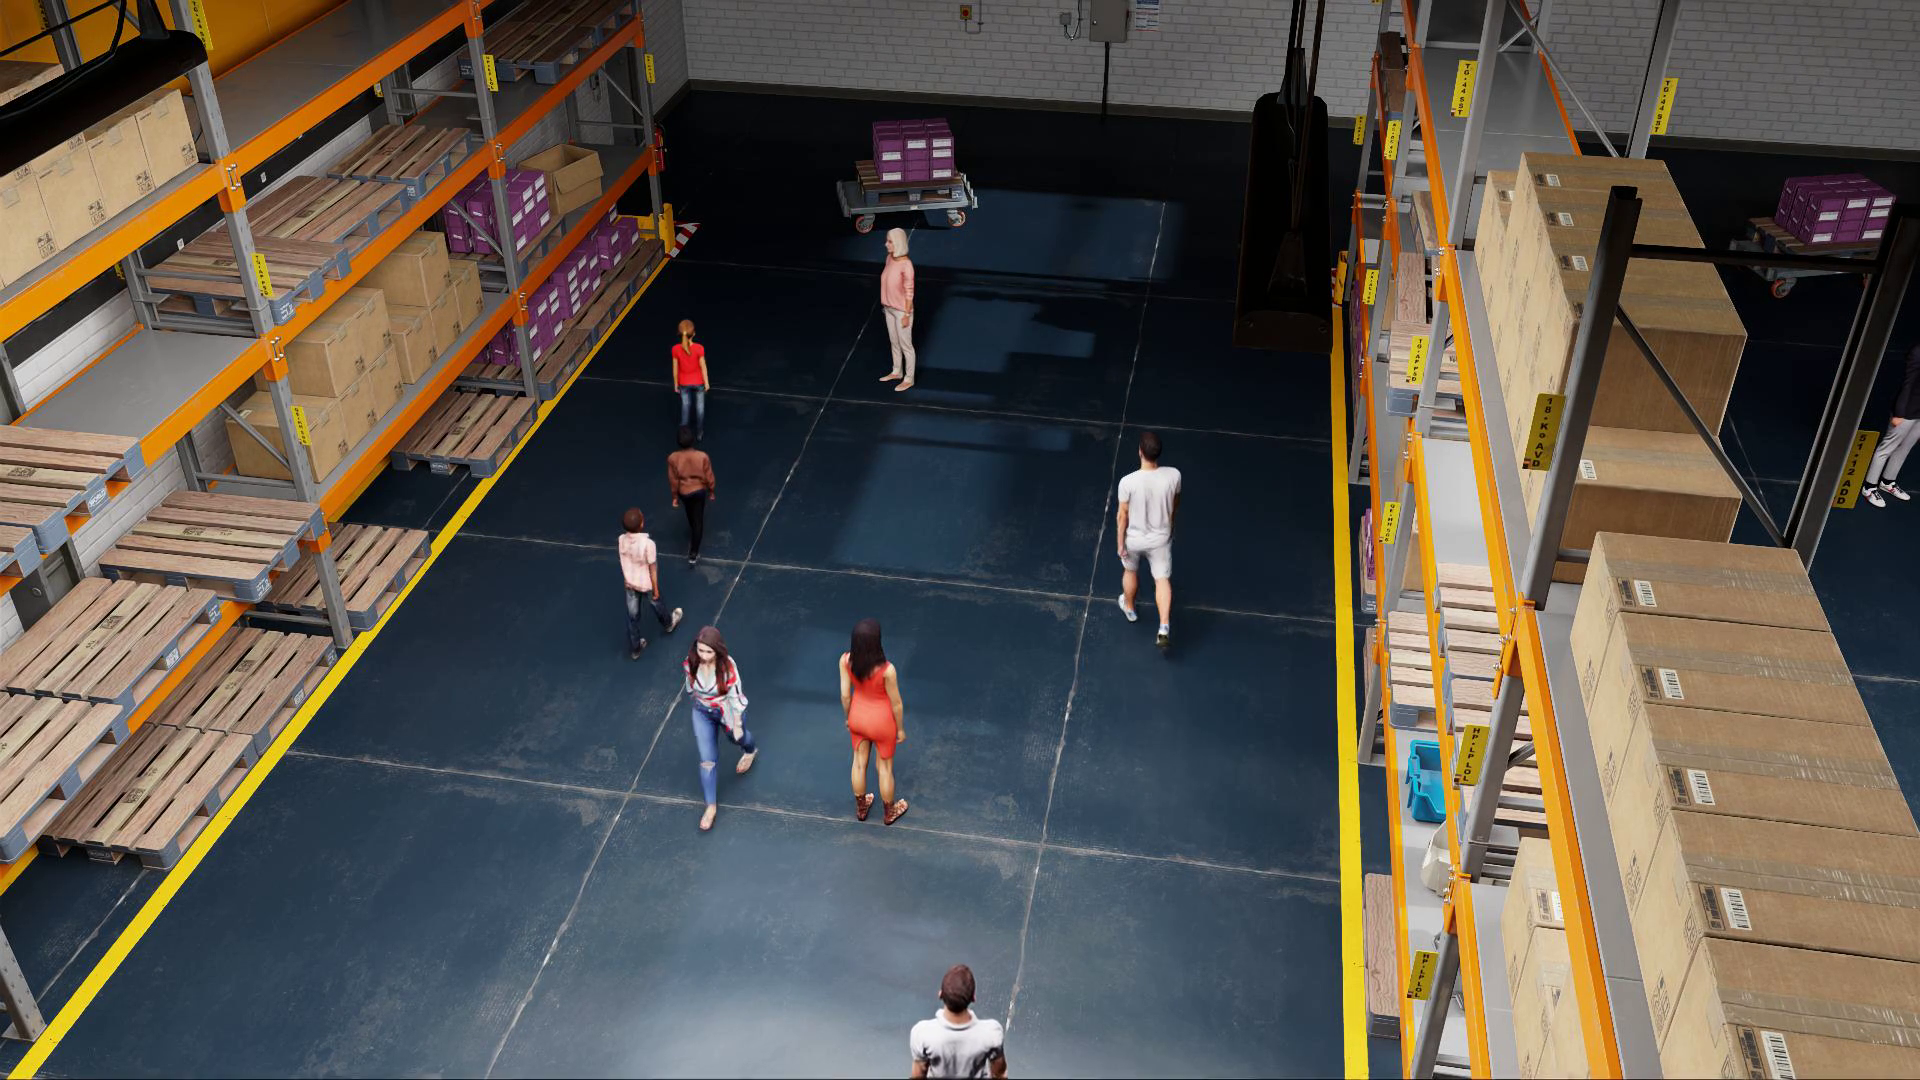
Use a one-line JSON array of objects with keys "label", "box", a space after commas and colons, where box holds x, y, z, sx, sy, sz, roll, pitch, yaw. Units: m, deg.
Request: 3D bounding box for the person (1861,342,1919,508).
[{"label": "person", "box": [8.517, -1.230, 14.830, 0.797, 1.949, 0.795, -12, 35, -17]}]

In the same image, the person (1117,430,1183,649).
[{"label": "person", "box": [1.506, 0.007, 13.072, 0.905, 1.835, 1.193, -5, 34, -8]}]

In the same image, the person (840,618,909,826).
[{"label": "person", "box": [-0.596, 1.239, 11.324, 0.618, 1.719, 0.574, 11, 35, 16]}]

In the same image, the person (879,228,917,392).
[{"label": "person", "box": [-0.607, -2.330, 16.688, 0.733, 1.724, 0.670, -20, 39, -28]}]

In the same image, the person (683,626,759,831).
[{"label": "person", "box": [-1.648, 1.164, 11.579, 0.644, 1.562, 1.086, 8, 34, 12]}]

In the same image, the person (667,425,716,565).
[{"label": "person", "box": [-2.294, -0.377, 14.202, 0.637, 1.225, 0.946, 0, 34, 0]}]

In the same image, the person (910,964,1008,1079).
[{"label": "person", "box": [-0.014, 2.925, 8.667, 0.711, 1.850, 0.636, -3, 34, -4]}]

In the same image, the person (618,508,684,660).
[{"label": "person", "box": [-2.534, 0.367, 13.030, 0.574, 1.282, 0.846, 10, 35, 15]}]

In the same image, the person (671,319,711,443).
[{"label": "person", "box": [-2.554, -1.465, 15.772, 0.544, 1.298, 0.718, 0, 34, 0]}]
